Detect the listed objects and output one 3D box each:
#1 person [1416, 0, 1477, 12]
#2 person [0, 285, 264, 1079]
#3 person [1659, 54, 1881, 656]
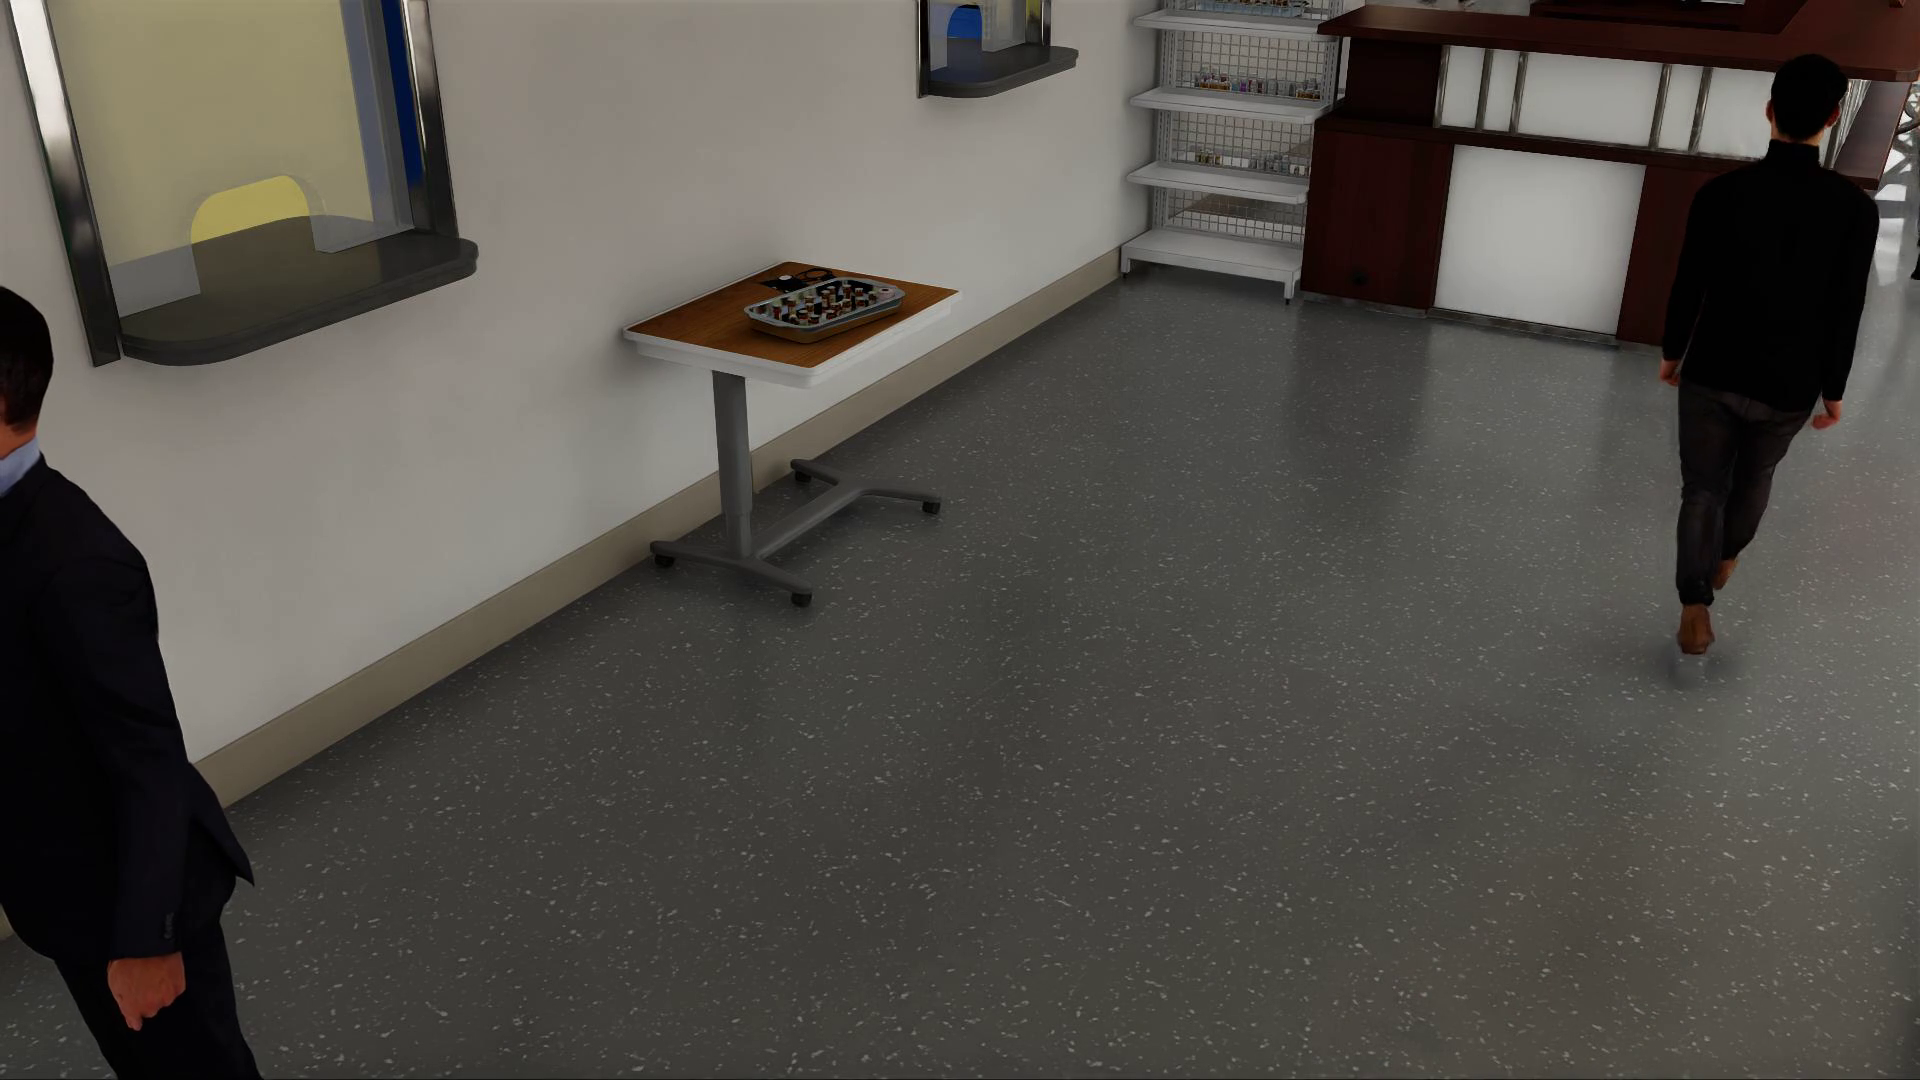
[{"bbox_3d":[4.860,-6.046,16.201,1.060,1.785,1.238,-12,28,-24],"label":"person"},{"bbox_3d":[-1.304,0.499,2.531,0.586,1.868,0.733,21,33,36],"label":"person"},{"bbox_3d":[2.242,-0.462,4.734,1.091,1.687,0.827,10,28,21],"label":"person"}]
